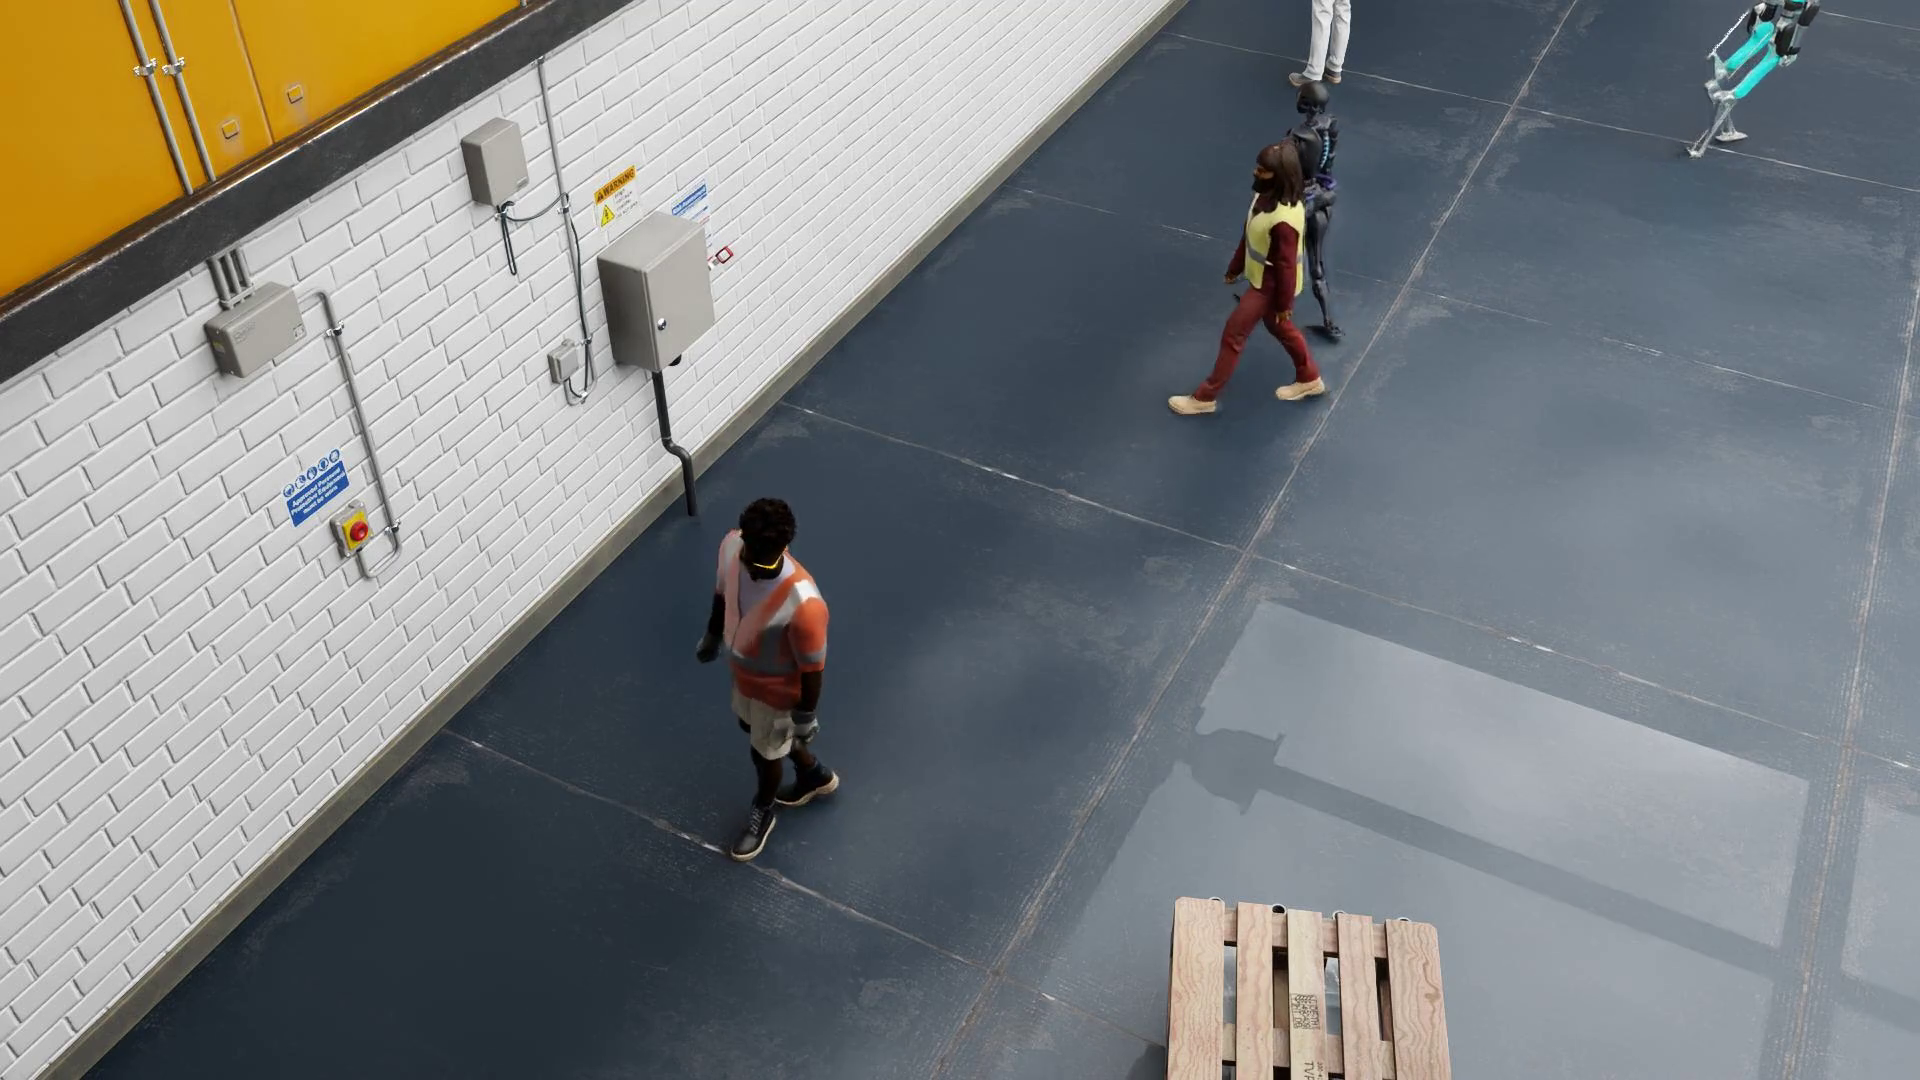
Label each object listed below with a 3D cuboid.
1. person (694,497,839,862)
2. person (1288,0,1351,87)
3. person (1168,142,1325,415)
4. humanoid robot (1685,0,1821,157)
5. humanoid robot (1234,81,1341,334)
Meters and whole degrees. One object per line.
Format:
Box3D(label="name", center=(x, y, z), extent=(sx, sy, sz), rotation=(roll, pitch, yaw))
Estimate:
Box3D(label="person", center=(-0.811, 0.538, 6.935), extent=(0.599, 1.936, 0.716), rotation=(-26, 47, -27))
Box3D(label="person", center=(2.844, -4.355, 12.651), extent=(0.574, 1.884, 0.356), rotation=(-27, 48, -28))
Box3D(label="person", center=(1.746, -1.468, 9.431), extent=(0.941, 1.725, 0.472), rotation=(1, 41, 1))
Box3D(label="humanoid robot", center=(5.626, -3.551, 11.905), extent=(0.771, 1.891, 0.551), rotation=(-10, 42, -11))
Box3D(label="humanoid robot", center=(2.096, -2.025, 10.148), extent=(0.602, 1.628, 0.789), rotation=(-29, 48, -29))
